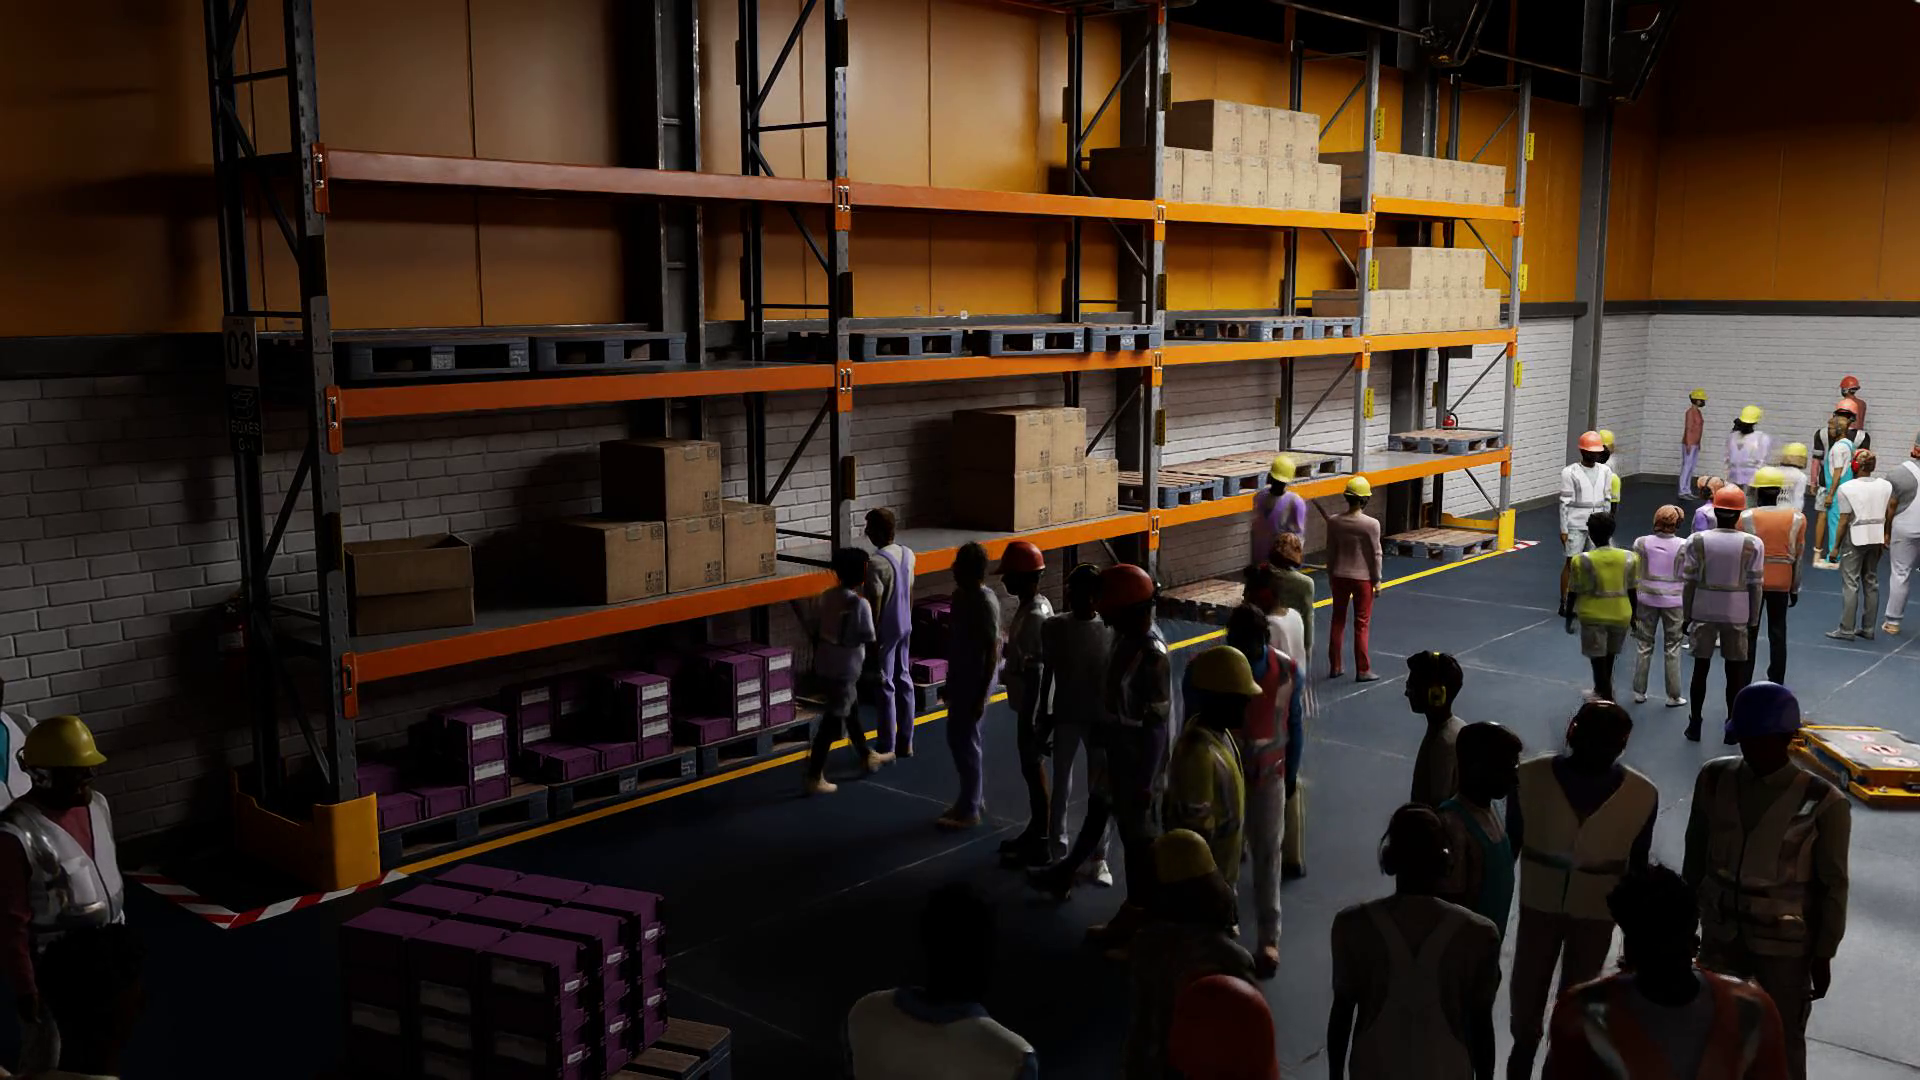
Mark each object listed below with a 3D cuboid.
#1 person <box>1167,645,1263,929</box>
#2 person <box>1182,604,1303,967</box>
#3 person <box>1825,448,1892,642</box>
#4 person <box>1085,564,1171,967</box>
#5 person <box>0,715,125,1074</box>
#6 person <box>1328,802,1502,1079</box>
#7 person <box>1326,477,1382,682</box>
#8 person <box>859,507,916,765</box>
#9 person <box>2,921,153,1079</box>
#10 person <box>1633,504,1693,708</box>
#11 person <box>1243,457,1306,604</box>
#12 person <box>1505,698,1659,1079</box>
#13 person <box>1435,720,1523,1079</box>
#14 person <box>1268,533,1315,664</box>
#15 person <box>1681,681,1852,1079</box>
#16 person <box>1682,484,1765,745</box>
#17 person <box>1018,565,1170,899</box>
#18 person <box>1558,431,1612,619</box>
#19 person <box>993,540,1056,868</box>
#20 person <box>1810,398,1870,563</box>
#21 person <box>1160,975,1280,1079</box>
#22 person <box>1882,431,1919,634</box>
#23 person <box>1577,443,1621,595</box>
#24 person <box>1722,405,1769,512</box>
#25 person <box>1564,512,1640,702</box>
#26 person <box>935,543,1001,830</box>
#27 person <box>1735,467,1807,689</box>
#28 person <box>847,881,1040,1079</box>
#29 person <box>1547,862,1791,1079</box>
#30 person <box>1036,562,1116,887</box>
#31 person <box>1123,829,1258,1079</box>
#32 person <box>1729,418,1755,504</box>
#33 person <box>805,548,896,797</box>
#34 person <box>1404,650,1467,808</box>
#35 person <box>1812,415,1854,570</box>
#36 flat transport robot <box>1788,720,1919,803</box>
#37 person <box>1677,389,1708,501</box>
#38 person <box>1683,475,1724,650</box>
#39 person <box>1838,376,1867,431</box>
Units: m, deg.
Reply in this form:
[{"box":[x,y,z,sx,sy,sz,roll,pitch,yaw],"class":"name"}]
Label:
[{"box":[1.064,1.384,7.018,0.382,1.924,0.594,2,9,13],"class":"person"},{"box":[1.443,1.225,8.435,0.627,1.803,0.855,1,9,4],"class":"person"},{"box":[8.581,0.053,15.853,0.563,1.847,0.389,-2,9,-13],"class":"person"},{"box":[0.854,1.122,8.363,0.385,2.035,0.605,-1,9,-9],"class":"person"},{"box":[-3.361,1.554,6.272,0.403,1.825,0.598,2,9,11],"class":"person"},{"box":[1.393,1.716,5.160,0.501,1.840,0.347,2,9,14],"class":"person"},{"box":[3.389,0.336,14.296,0.522,1.768,0.312,8,12,42],"class":"person"},{"box":[-0.522,0.679,11.837,0.343,1.844,0.506,6,11,35],"class":"person"},{"box":[-2.004,1.854,3.911,0.599,1.958,0.384,3,9,18],"class":"person"},{"box":[5.680,0.530,13.451,0.522,1.638,0.311,7,11,37],"class":"person"},{"box":[2.835,0.177,15.015,0.678,1.875,0.630,-7,11,-37],"class":"person"},{"box":[2.434,1.493,6.665,0.620,1.818,0.506,3,9,17],"class":"person"},{"box":[1.882,1.563,6.134,0.346,1.843,0.507,5,10,30],"class":"person"},{"box":[2.335,0.750,12.083,0.503,1.623,0.299,6,10,32],"class":"person"},{"box":[3.021,1.482,6.318,0.405,1.946,0.610,-6,11,-36],"class":"person"},{"box":[5.650,0.551,12.355,0.547,1.938,0.359,4,10,26],"class":"person"},{"box":[0.844,1.068,9.098,1.032,1.898,0.646,2,9,14],"class":"person"},{"box":[6.364,-0.148,16.909,0.546,1.930,0.388,-2,9,-11],"class":"person"},{"box":[0.386,0.957,9.777,0.389,1.929,0.545,0,9,0],"class":"person"},{"box":[10.610,-0.691,20.079,0.612,2.030,0.403,5,10,30],"class":"person"},{"box":[0.545,1.895,3.655,0.633,1.929,1.046,-1,9,-4],"class":"person"},{"box":[9.318,-0.090,16.158,0.684,2.000,0.538,3,9,21],"class":"person"},{"box":[6.880,-0.207,18.017,0.319,1.696,0.532,-5,10,-30],"class":"person"},{"box":[9.728,-0.729,20.729,0.484,1.908,0.603,-5,10,-30],"class":"person"},{"box":[4.932,0.605,12.892,0.543,1.648,0.862,-1,9,-3],"class":"person"},{"box":[0.028,0.917,10.380,0.410,1.823,0.550,-4,10,-23],"class":"person"},{"box":[6.612,0.357,13.690,0.583,1.918,0.394,1,9,9],"class":"person"},{"box":[-0.078,1.829,4.280,0.597,1.900,0.598,6,11,35],"class":"person"},{"box":[1.935,1.779,4.562,0.669,1.914,0.989,0,9,-2],"class":"person"},{"box":[0.690,1.043,9.445,0.510,1.860,0.335,0,9,1],"class":"person"},{"box":[0.680,1.775,5.231,0.774,1.695,0.508,-7,11,-37],"class":"person"},{"box":[10.103,-0.742,21.499,0.322,1.690,0.533,0,9,0],"class":"person"},{"box":[-0.718,0.872,11.179,0.874,1.651,0.542,-6,11,-34],"class":"person"},{"box":[2.047,1.392,7.183,0.328,1.863,0.507,3,9,21],"class":"person"},{"box":[10.455,-0.566,19.861,0.345,1.845,0.508,7,11,38],"class":"person"},{"box":[6.308,1.517,11.477,0.652,0.197,1.431,1,9,6],"class":"flat transport robot"},{"box":[11.548,-1.500,26.169,0.340,1.760,0.526,7,11,39],"class":"person"},{"box":[6.952,0.219,15.453,0.517,1.639,0.313,-7,11,-38],"class":"person"},{"box":[13.535,-1.501,25.400,0.611,1.996,0.378,-5,10,-27],"class":"person"}]
